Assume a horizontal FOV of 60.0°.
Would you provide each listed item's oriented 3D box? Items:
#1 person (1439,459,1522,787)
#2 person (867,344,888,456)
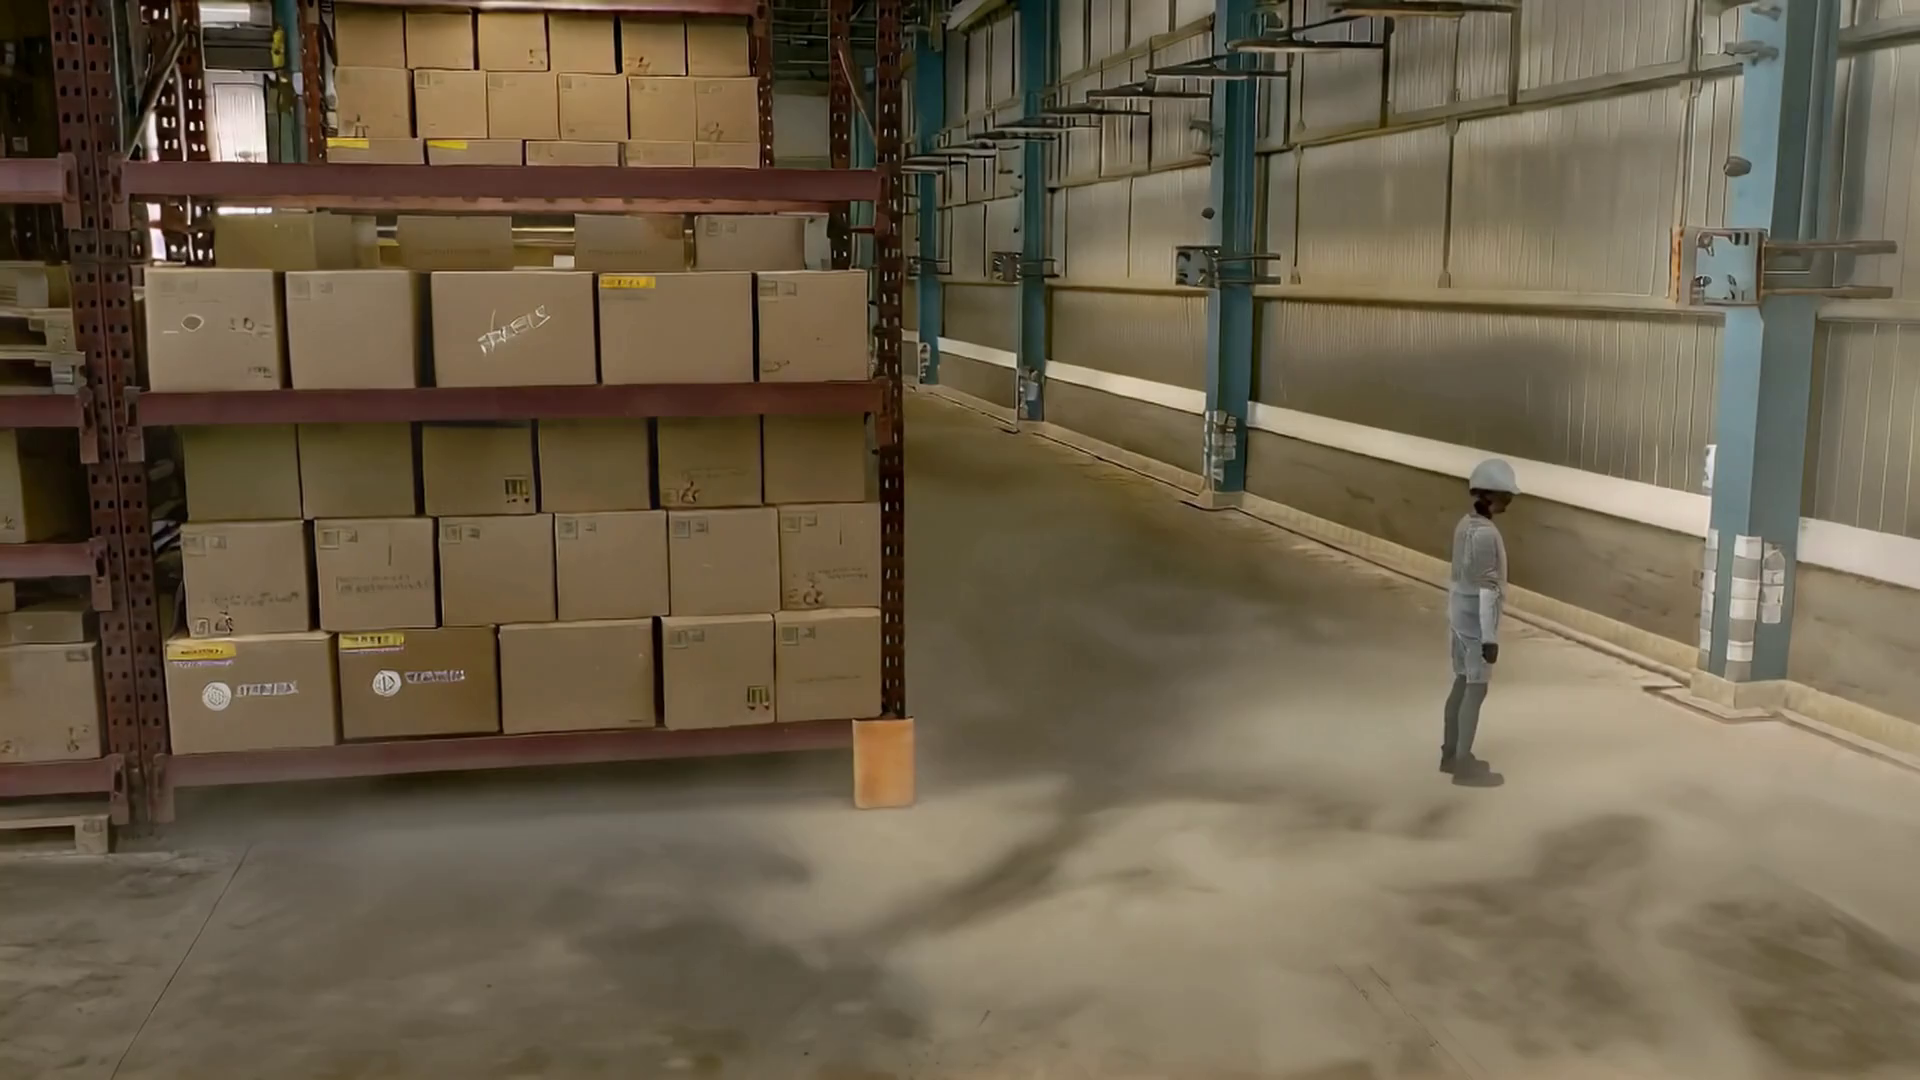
[{"bbox_3d":[3.061,0.484,9.764,0.386,1.930,0.540,1,9,4],"label":"person"},{"bbox_3d":[-1.366,-2.241,26.728,0.587,1.809,0.434,-3,10,-19],"label":"person"}]
